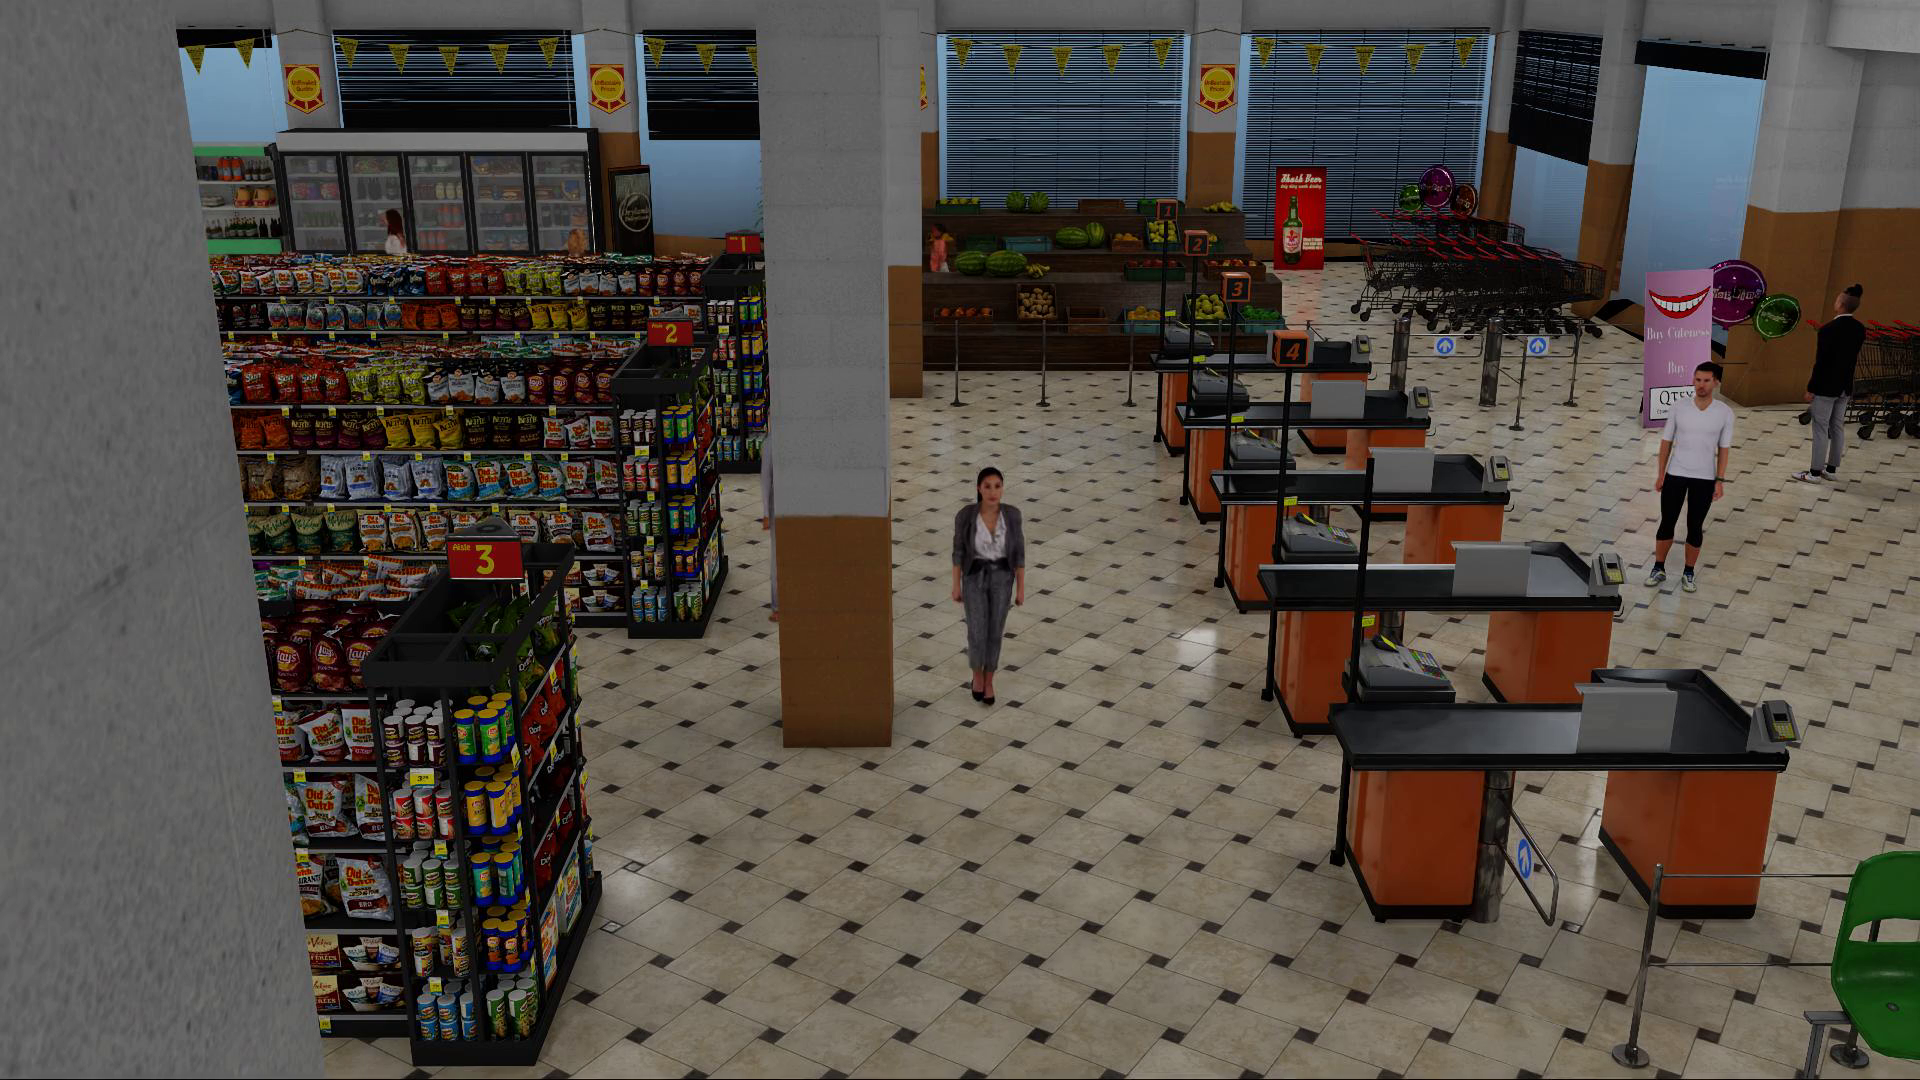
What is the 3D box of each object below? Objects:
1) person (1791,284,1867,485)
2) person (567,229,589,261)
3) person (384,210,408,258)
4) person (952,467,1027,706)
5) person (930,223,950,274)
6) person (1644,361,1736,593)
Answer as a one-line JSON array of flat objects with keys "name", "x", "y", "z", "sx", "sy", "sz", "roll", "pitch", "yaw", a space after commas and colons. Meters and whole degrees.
[{"name": "person", "x": 8.457, "y": -1.516, "z": 16.090, "sx": 0.694, "sy": 1.950, "sz": 0.848, "roll": -8, "pitch": 20, "yaw": -22}, {"name": "person", "x": -4.964, "y": -3.159, "z": 21.419, "sx": 0.759, "sy": 1.657, "sz": 0.714, "roll": -14, "pitch": 23, "yaw": -36}, {"name": "person", "x": -7.621, "y": -3.673, "z": 22.851, "sx": 0.754, "sy": 1.717, "sz": 0.718, "roll": -7, "pitch": 20, "yaw": -20}, {"name": "person", "x": 0.176, "y": 0.293, "z": 11.167, "sx": 0.567, "sy": 1.666, "sz": 0.728, "roll": -3, "pitch": 19, "yaw": -9}, {"name": "person", "x": -0.239, "y": -3.999, "z": 24.493, "sx": 0.910, "sy": 1.286, "sz": 0.704, "roll": -7, "pitch": 20, "yaw": -20}, {"name": "person", "x": 5.843, "y": -0.521, "z": 13.292, "sx": 0.689, "sy": 1.851, "sz": 0.813, "roll": 10, "pitch": 21, "yaw": 27}]
